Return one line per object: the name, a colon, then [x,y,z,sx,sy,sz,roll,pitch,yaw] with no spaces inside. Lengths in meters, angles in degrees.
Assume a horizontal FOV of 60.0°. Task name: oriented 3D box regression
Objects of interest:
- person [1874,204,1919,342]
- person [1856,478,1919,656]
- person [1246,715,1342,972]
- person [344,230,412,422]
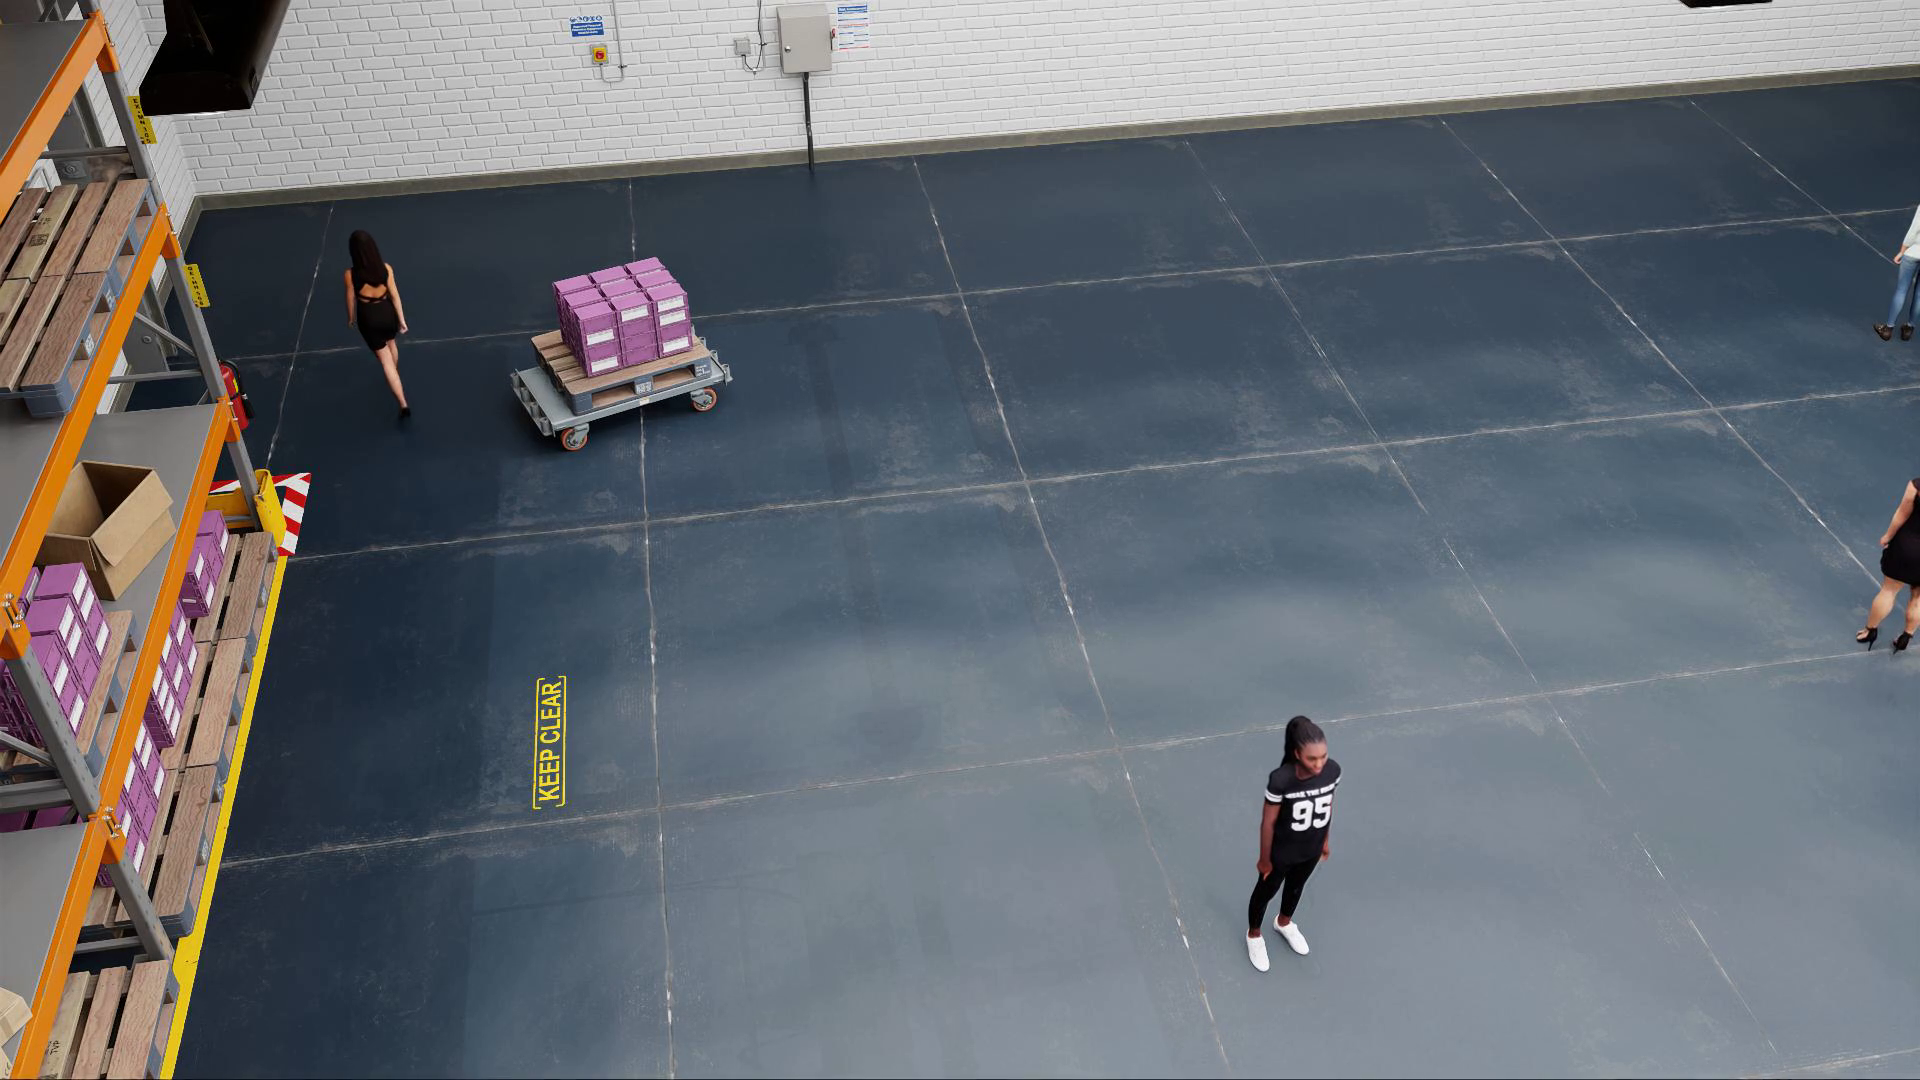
person: [8.413,-2.508,14.512,0.626,1.644,0.580,5,39,6]
person: [6.494,0.063,11.235,0.760,1.717,0.769,12,40,15]
person: [1.839,1.677,9.205,0.661,1.728,0.649,-15,41,-18]
person: [-4.702,-1.697,13.531,0.840,1.601,1.114,-22,44,-25]
